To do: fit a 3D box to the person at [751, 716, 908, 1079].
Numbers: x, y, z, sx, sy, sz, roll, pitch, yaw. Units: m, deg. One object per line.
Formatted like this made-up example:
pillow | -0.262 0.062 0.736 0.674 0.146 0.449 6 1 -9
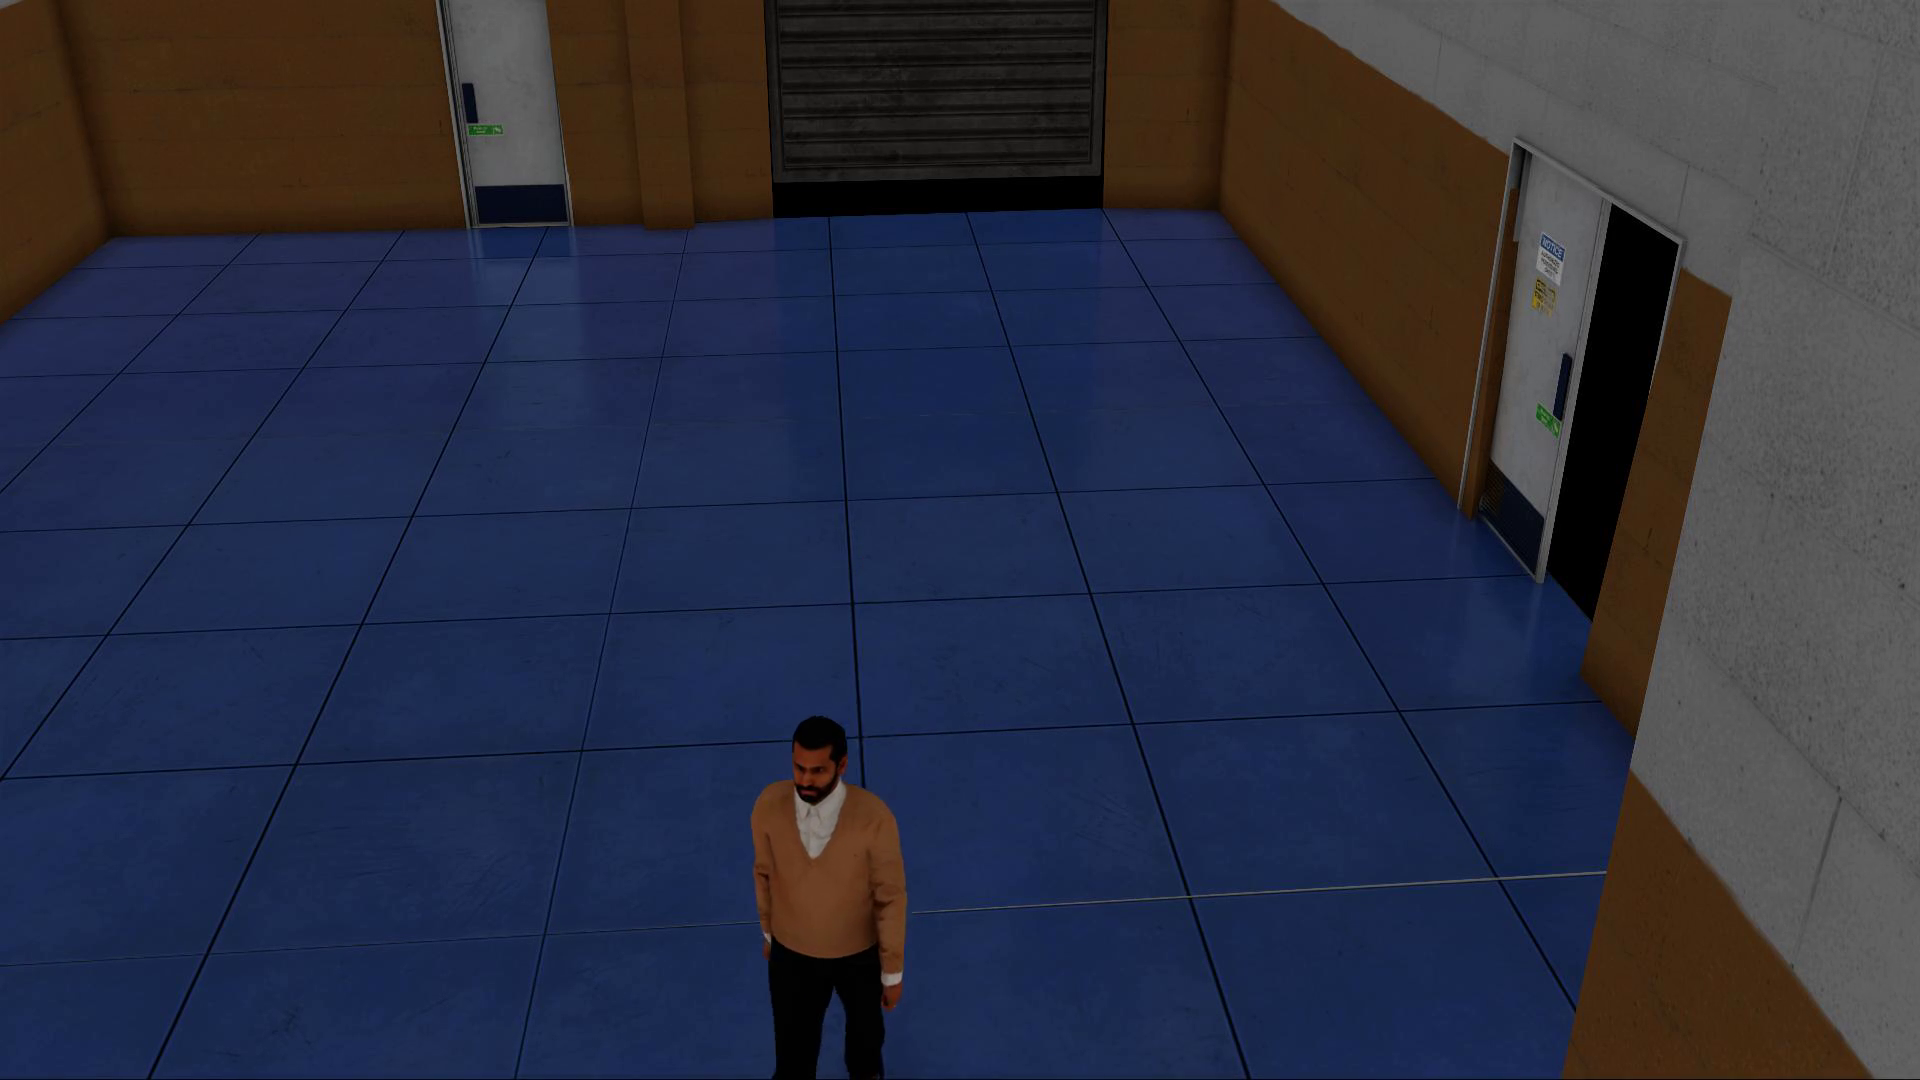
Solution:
person | -0.397 1.298 5.464 1.129 1.712 0.934 4 27 9
